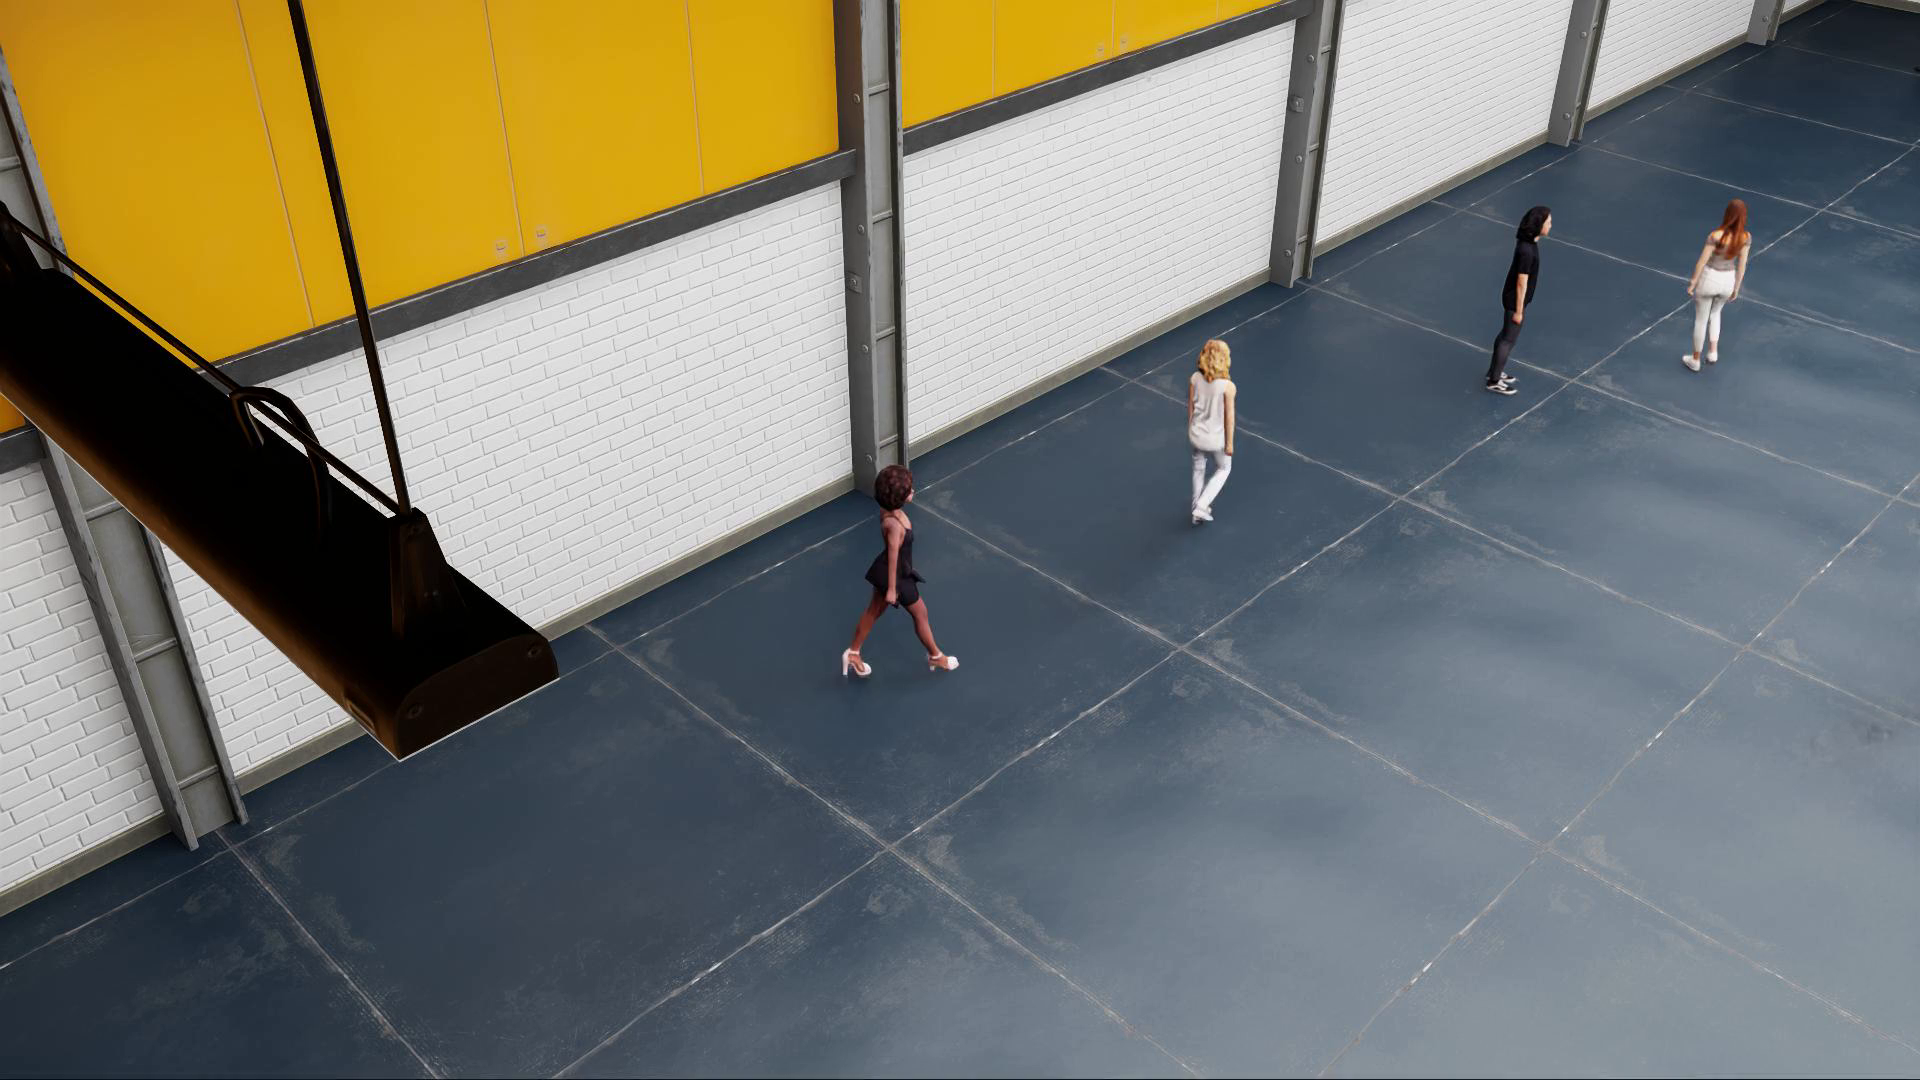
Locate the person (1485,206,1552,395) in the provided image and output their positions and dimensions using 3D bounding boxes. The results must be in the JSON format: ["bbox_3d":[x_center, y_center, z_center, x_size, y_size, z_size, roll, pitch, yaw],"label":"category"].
[{"bbox_3d":[5.171,-2.255,15.461,0.761,1.827,0.638,9,35,13],"label":"person"}]

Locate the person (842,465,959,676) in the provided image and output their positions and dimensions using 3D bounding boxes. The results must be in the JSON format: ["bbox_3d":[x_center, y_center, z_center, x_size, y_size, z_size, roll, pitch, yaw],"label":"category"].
[{"bbox_3d":[-0.551,0.287,11.715,1.137,1.742,0.959,-6,34,-9],"label":"person"}]

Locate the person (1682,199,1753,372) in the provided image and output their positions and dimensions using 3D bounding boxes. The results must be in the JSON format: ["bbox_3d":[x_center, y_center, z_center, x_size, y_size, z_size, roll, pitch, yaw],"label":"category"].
[{"bbox_3d":[7.178,-2.365,15.727,0.726,1.716,0.789,-2,34,-3],"label":"person"}]

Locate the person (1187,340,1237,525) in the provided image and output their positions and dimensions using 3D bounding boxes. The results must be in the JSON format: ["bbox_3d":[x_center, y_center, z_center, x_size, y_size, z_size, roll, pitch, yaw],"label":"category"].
[{"bbox_3d":[1.971,-0.827,13.462,0.638,1.663,0.627,26,41,33],"label":"person"}]
